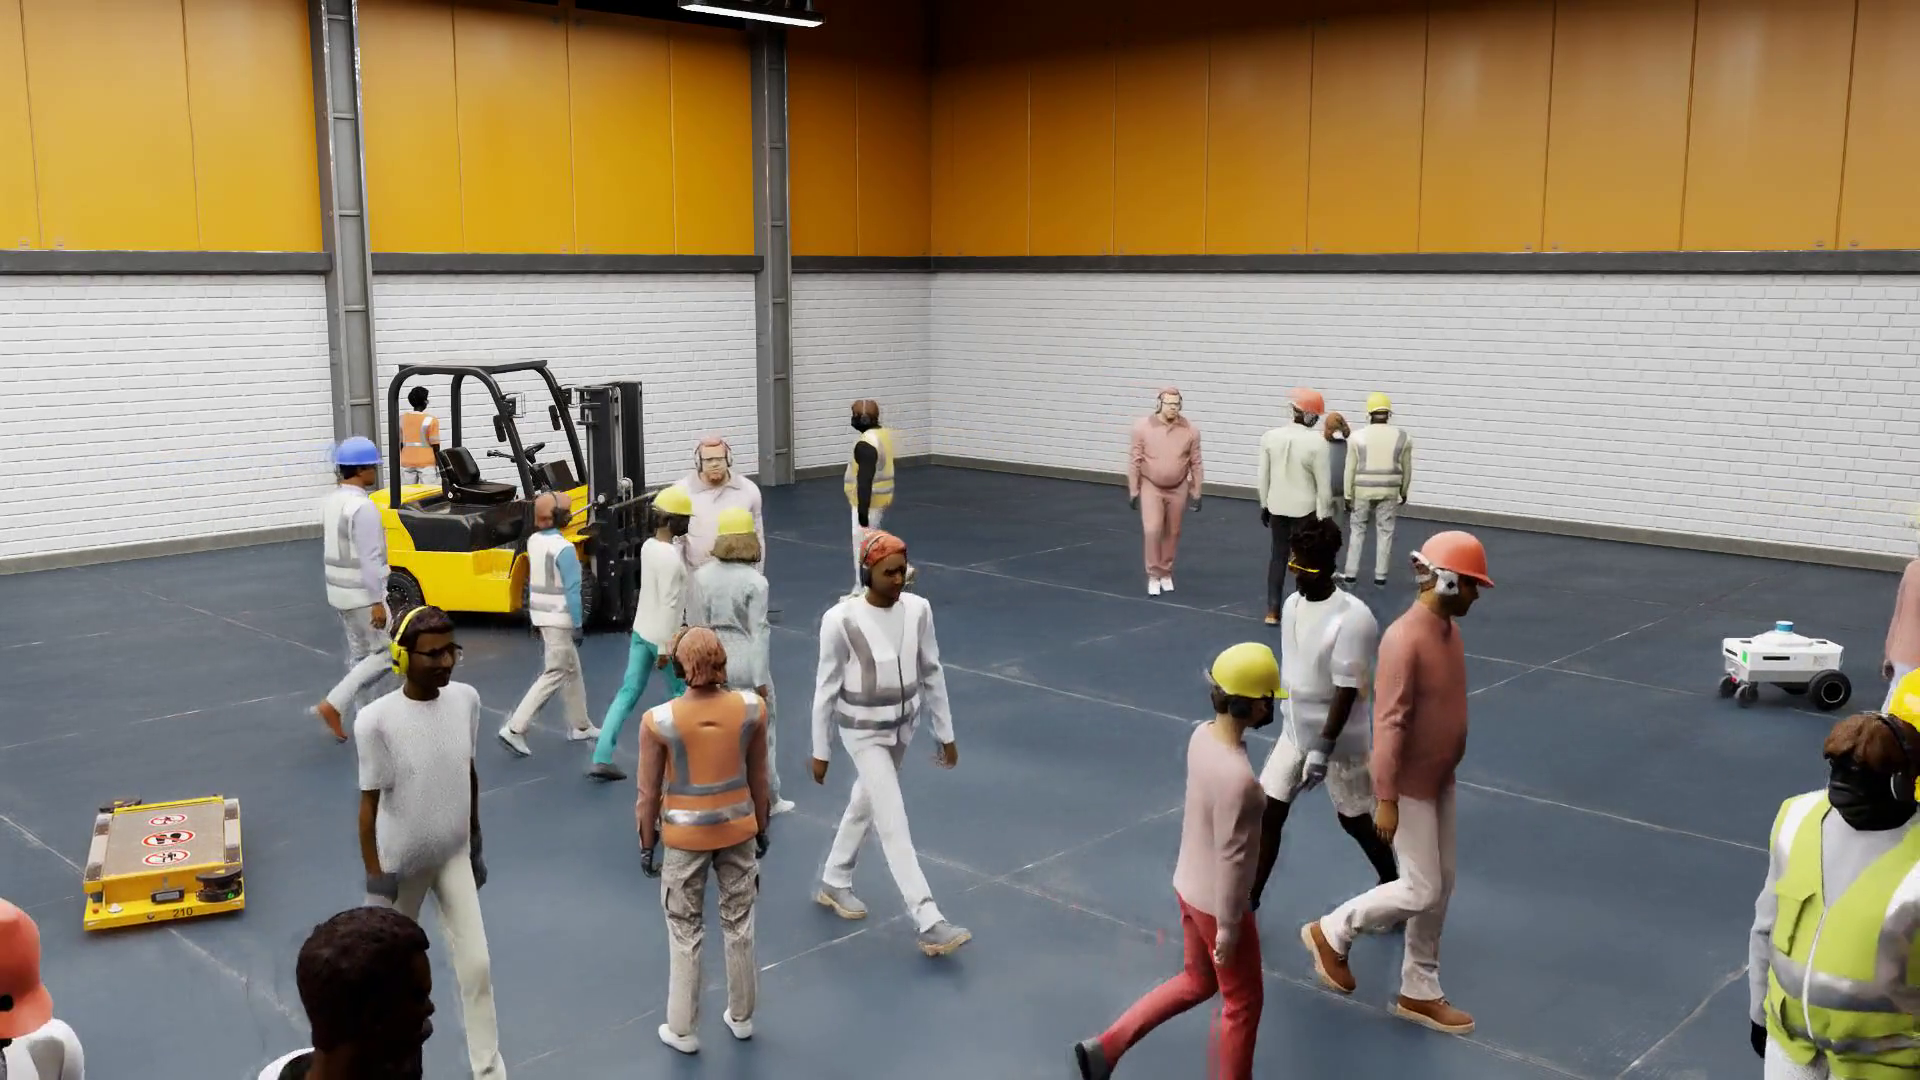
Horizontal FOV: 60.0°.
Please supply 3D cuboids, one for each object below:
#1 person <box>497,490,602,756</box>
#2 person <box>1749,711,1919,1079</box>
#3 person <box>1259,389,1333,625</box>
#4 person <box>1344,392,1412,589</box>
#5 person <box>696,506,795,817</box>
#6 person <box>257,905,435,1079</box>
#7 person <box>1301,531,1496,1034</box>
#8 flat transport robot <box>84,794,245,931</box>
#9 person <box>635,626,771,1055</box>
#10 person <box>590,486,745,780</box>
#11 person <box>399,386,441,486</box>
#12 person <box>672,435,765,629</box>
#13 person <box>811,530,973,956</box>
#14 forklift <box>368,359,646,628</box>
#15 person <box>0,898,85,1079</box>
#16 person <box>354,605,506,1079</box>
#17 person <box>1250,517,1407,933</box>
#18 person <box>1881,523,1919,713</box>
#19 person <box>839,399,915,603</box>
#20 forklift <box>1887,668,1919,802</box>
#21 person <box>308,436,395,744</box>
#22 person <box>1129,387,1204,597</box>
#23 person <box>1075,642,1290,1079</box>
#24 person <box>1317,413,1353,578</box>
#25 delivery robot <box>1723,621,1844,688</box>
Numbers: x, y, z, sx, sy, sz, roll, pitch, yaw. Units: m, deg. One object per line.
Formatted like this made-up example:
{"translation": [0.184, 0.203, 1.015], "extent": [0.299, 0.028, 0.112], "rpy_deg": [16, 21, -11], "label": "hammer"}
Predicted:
{"translation": [-2.512, 0.503, 10.156], "extent": [0.761, 1.614, 0.516], "rpy_deg": [-7, 12, -38], "label": "person"}
{"translation": [2.436, 1.329, 4.466], "extent": [0.734, 1.819, 0.633], "rpy_deg": [-5, 10, -27], "label": "person"}
{"translation": [2.761, -0.242, 13.684], "extent": [0.656, 1.969, 0.374], "rpy_deg": [8, 12, 40], "label": "person"}
{"translation": [3.833, -0.443, 15.300], "extent": [0.614, 1.827, 0.442], "rpy_deg": [1, 9, 7], "label": "person"}
{"translation": [-1.221, 0.680, 8.760], "extent": [0.483, 1.719, 0.749], "rpy_deg": [5, 11, 30], "label": "person"}
{"translation": [-1.141, 1.568, 2.844], "extent": [0.842, 1.884, 0.592], "rpy_deg": [-7, 12, -37], "label": "person"}
{"translation": [1.733, 0.929, 6.480], "extent": [0.590, 1.953, 0.641], "rpy_deg": [7, 12, 38], "label": "person"}
{"translation": [-3.836, 1.512, 8.055], "extent": [0.652, 0.197, 1.431], "rpy_deg": [-4, 10, -24], "label": "flat transport robot"}
{"translation": [-0.963, 1.124, 6.266], "extent": [0.519, 1.631, 0.339], "rpy_deg": [-4, 10, -25], "label": "person"}
{"translation": [-1.749, 0.547, 9.601], "extent": [0.922, 1.722, 0.544], "rpy_deg": [-6, 11, -31], "label": "person"}
{"translation": [-5.839, -0.815, 17.988], "extent": [0.530, 1.691, 0.321], "rpy_deg": [3, 10, 16], "label": "person"}
{"translation": [-1.575, 0.264, 10.781], "extent": [0.650, 1.889, 0.583], "rpy_deg": [-2, 9, -12], "label": "person"}
{"translation": [-0.321, 0.862, 7.284], "extent": [1.026, 1.830, 0.599], "rpy_deg": [9, 13, 43], "label": "person"}
{"translation": [-3.850, -0.407, 13.936], "extent": [2.313, 2.155, 1.214], "rpy_deg": [2, 9, 11], "label": "forklift"}
{"translation": [-1.804, 1.530, 3.058], "extent": [0.981, 1.861, 0.558], "rpy_deg": [7, 12, 36], "label": "person"}
{"translation": [-1.875, 1.110, 5.812], "extent": [0.957, 1.827, 0.570], "rpy_deg": [8, 12, 39], "label": "person"}
{"translation": [1.589, 0.833, 7.267], "extent": [0.997, 1.909, 0.592], "rpy_deg": [-5, 10, -28], "label": "person"}
{"translation": [5.148, 0.664, 8.847], "extent": [0.930, 1.713, 0.541], "rpy_deg": [2, 10, 14], "label": "person"}
{"translation": [-0.751, -0.327, 14.565], "extent": [0.573, 1.828, 0.644], "rpy_deg": [2, 9, 12], "label": "person"}
{"translation": [5.205, 0.723, 7.013], "extent": [2.313, 2.155, 1.214], "rpy_deg": [9, 13, 43], "label": "forklift"}
{"translation": [-3.722, 0.331, 10.208], "extent": [0.544, 1.933, 0.628], "rpy_deg": [-7, 12, -38], "label": "person"}
{"translation": [1.879, -0.432, 15.025], "extent": [0.670, 1.880, 0.750], "rpy_deg": [-1, 9, -3], "label": "person"}
{"translation": [0.775, 1.187, 5.551], "extent": [0.687, 1.738, 0.547], "rpy_deg": [-1, 9, -7], "label": "person"}
{"translation": [3.484, -0.386, 15.602], "extent": [0.584, 1.597, 0.488], "rpy_deg": [-4, 10, -22], "label": "person"}
{"translation": [5.576, 0.794, 11.285], "extent": [0.707, 0.478, 0.477], "rpy_deg": [0, 9, 0], "label": "delivery robot"}
